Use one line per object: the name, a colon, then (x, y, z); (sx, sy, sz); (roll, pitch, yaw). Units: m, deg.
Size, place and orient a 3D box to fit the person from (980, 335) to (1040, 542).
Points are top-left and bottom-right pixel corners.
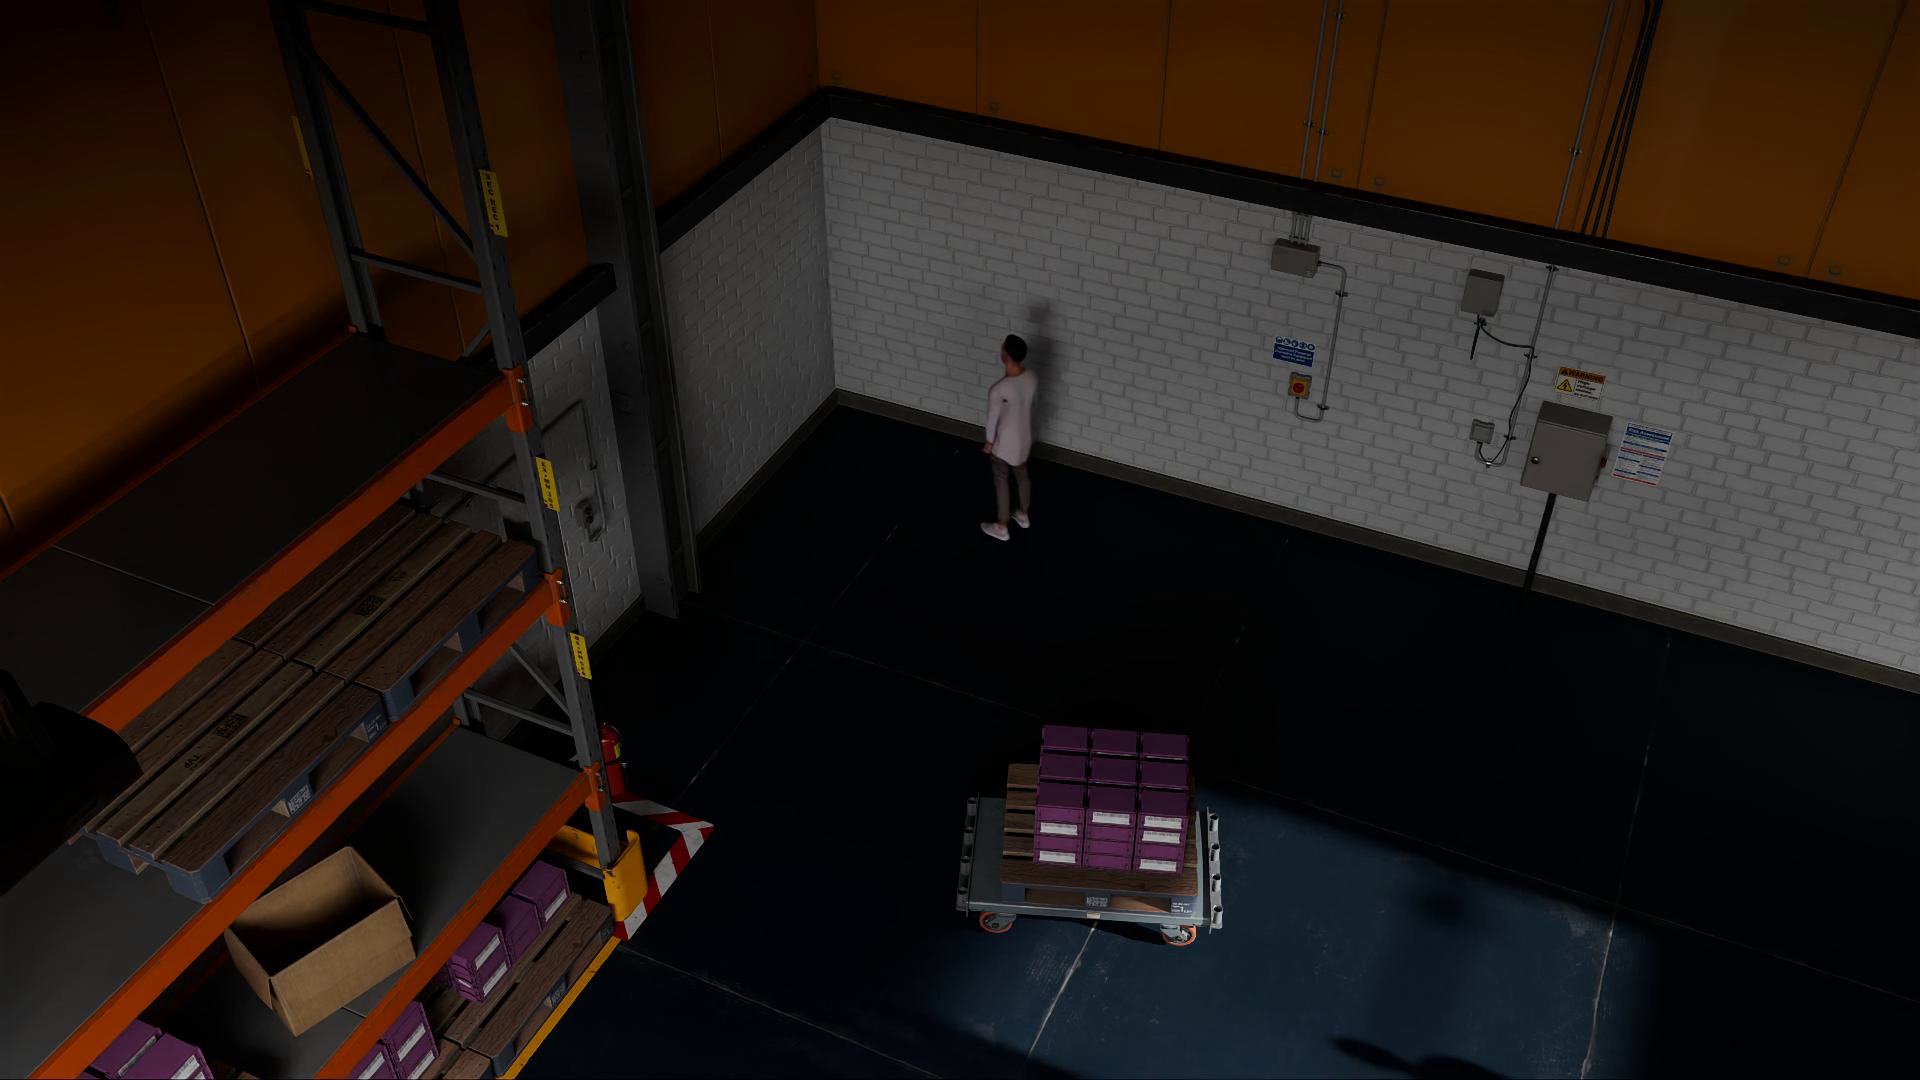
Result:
person: (0.422, -0.827, 13.255); (0.626, 1.839, 0.794); (-32, 48, -33)
